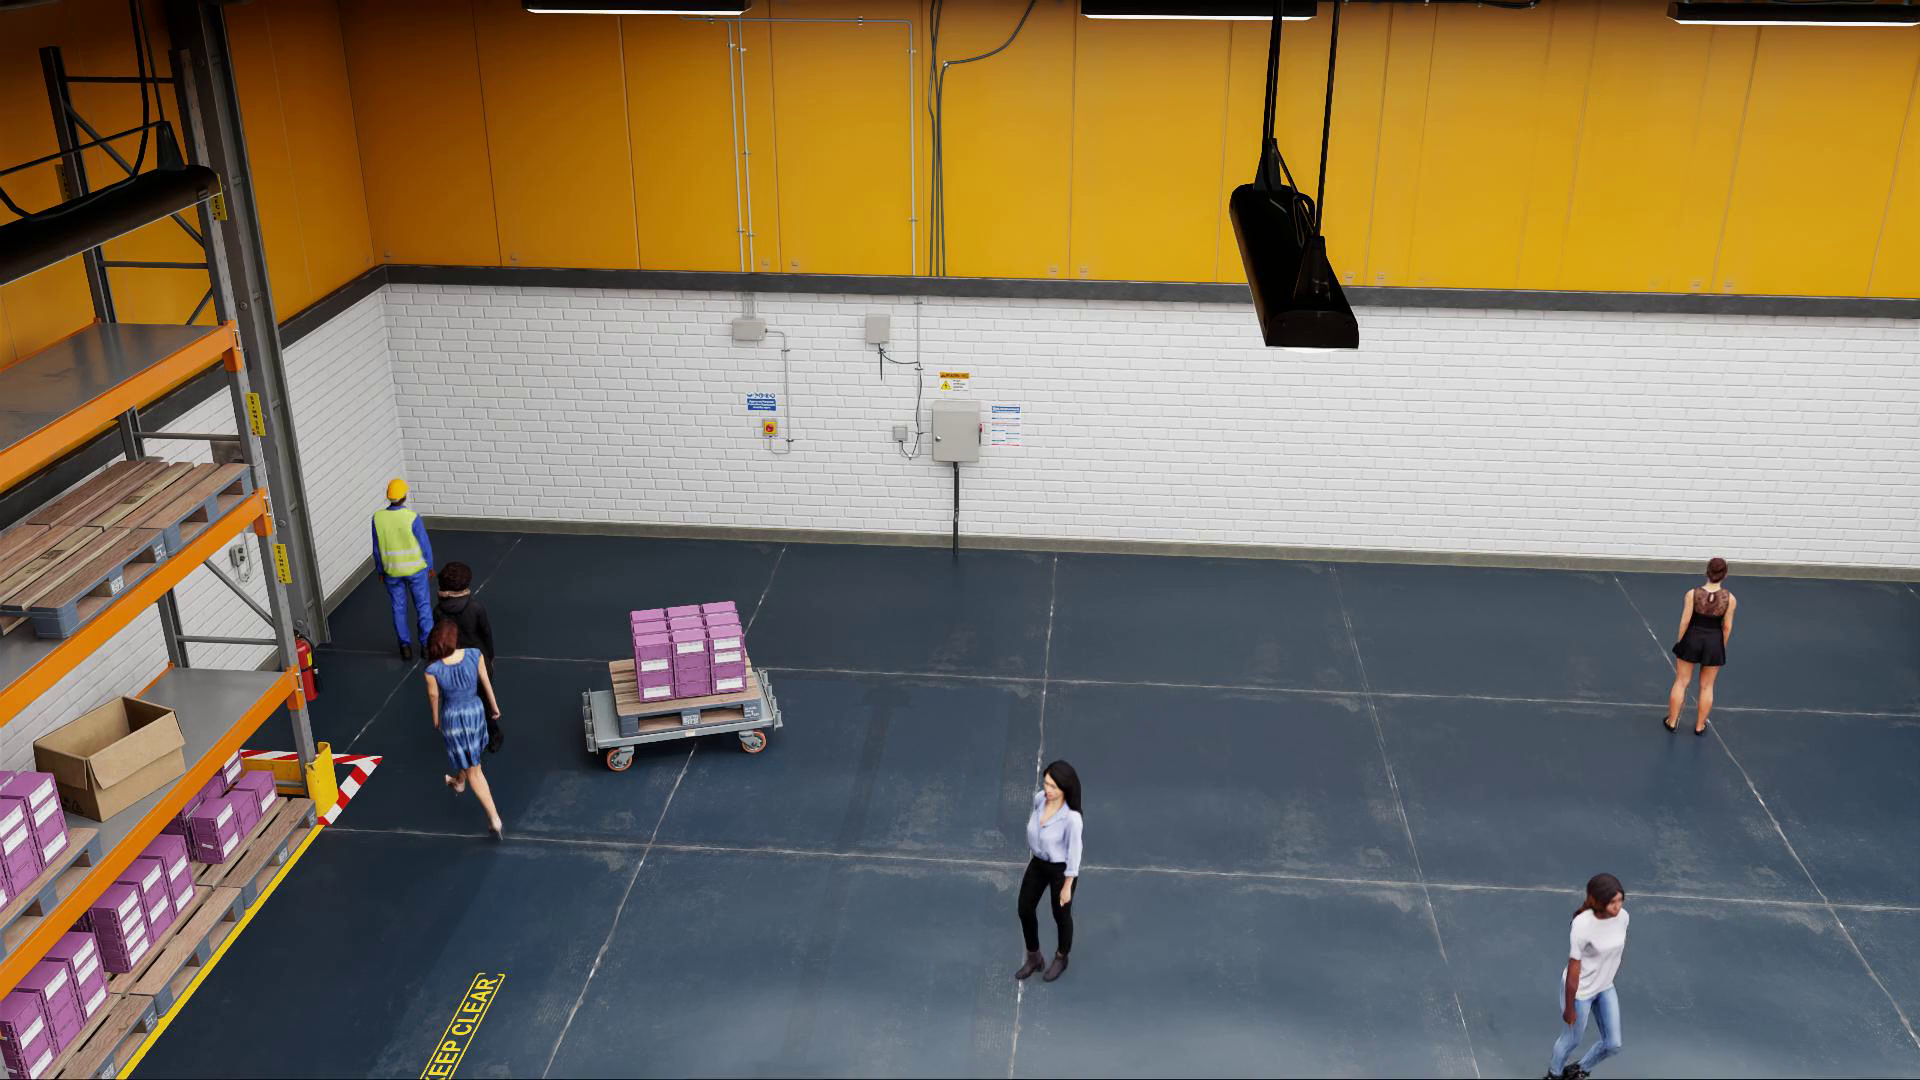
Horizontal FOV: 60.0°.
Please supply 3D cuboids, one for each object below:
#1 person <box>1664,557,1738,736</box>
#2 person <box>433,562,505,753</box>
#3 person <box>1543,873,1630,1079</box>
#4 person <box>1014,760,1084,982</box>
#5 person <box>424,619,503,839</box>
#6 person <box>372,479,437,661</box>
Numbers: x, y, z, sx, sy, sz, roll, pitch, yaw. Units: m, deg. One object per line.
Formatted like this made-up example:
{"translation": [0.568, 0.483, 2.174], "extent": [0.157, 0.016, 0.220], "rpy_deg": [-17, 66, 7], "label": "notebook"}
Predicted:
{"translation": [6.428, 0.915, 14.417], "extent": [0.636, 1.676, 0.631], "rpy_deg": [8, 25, 17], "label": "person"}
{"translation": [-4.168, 1.009, 14.071], "extent": [0.683, 1.781, 0.688], "rpy_deg": [-4, 24, -9], "label": "person"}
{"translation": [3.800, 2.732, 10.219], "extent": [0.733, 1.709, 0.780], "rpy_deg": [-10, 26, -22], "label": "person"}
{"translation": [0.702, 2.237, 11.318], "extent": [0.848, 1.736, 0.791], "rpy_deg": [-19, 30, -36], "label": "person"}
{"translation": [-3.809, 1.521, 12.958], "extent": [1.209, 1.733, 1.213], "rpy_deg": [-21, 31, -39], "label": "person"}
{"translation": [-5.256, 0.270, 15.725], "extent": [0.737, 1.810, 0.666], "rpy_deg": [-5, 24, -11], "label": "person"}
